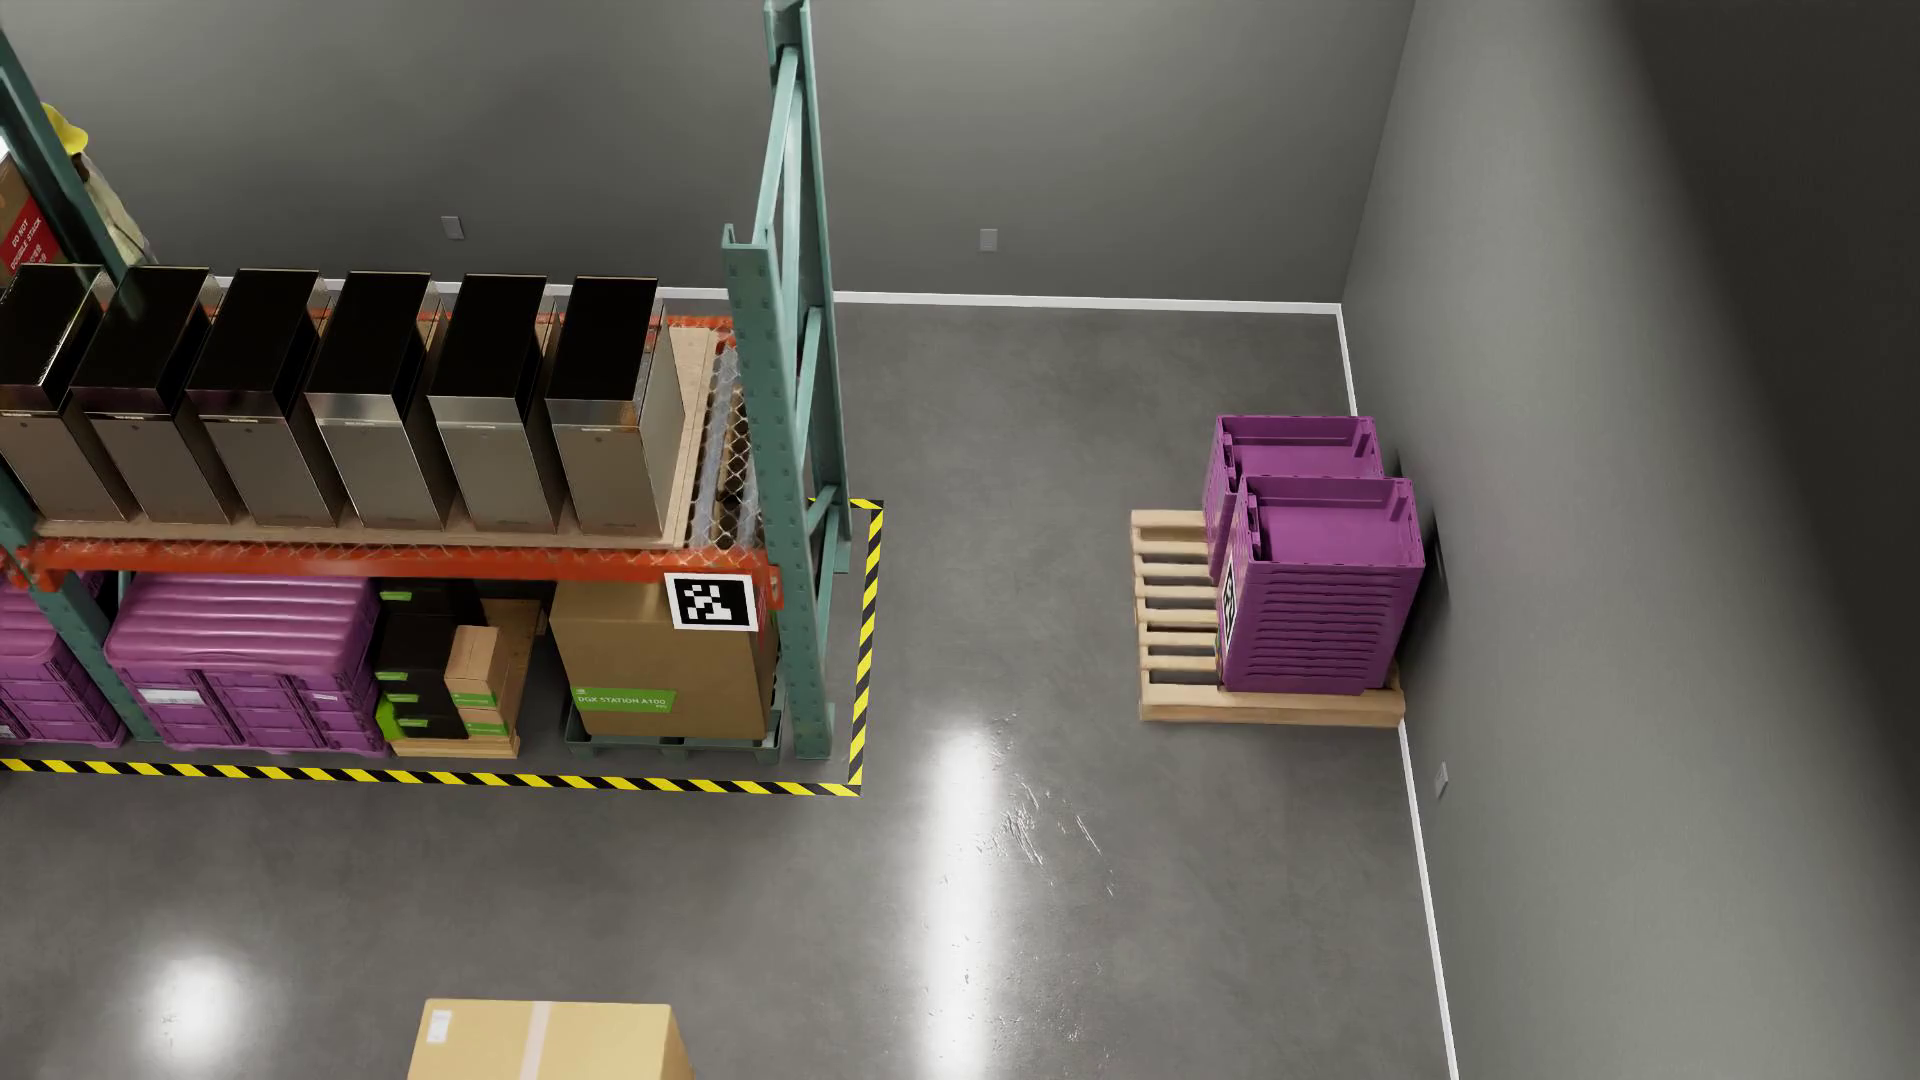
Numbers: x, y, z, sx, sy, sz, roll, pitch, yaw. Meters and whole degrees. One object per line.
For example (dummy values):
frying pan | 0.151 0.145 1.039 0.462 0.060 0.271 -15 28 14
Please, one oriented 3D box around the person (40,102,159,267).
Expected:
person | -3.415 -0.959 6.540 0.881 1.804 0.607 -2 52 -2
